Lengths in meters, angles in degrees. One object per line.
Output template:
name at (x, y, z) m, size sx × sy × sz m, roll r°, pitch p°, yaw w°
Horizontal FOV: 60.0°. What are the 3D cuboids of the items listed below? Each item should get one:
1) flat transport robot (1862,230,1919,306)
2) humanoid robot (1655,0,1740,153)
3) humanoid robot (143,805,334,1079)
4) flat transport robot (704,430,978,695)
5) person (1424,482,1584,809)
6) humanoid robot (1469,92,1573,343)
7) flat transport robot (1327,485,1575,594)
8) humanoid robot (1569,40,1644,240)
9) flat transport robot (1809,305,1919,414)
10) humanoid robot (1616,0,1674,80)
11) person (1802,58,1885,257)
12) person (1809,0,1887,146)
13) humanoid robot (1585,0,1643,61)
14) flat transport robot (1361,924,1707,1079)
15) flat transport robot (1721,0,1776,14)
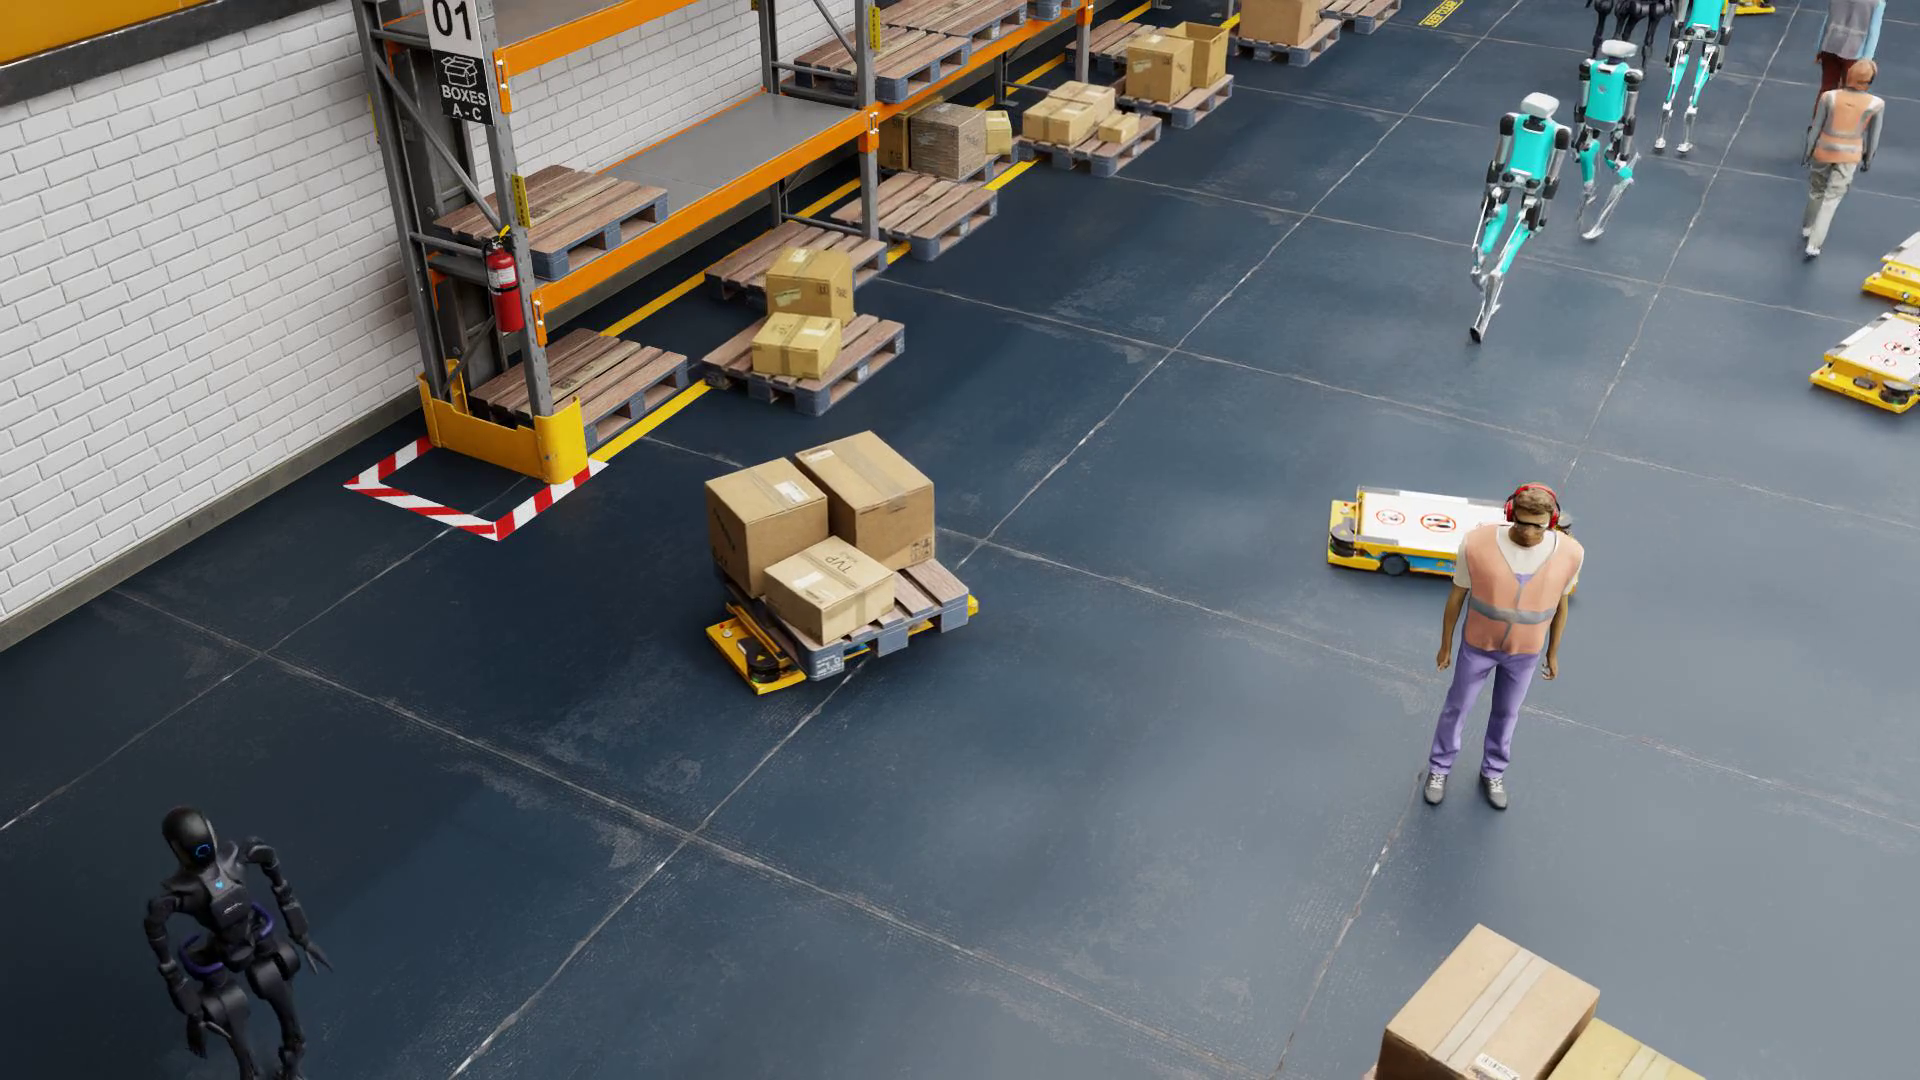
flat transport robot at (7.964, -2.225, 13.514) m, size 1.431 × 0.231 × 0.659 m, roll -28°, pitch 43°, yaw -36°
humanoid robot at (6.807, -4.456, 15.470) m, size 0.531 × 1.690 × 0.739 m, roll 17°, pitch 37°, yaw 24°
humanoid robot at (-2.692, 1.670, 6.355) m, size 0.486 × 1.654 × 0.583 m, roll 23°, pitch 40°, yaw 30°
flat transport robot at (-0.668, 0.421, 9.511) m, size 1.431 × 0.231 × 0.659 m, roll -20°, pitch 38°, yaw -27°
person at (2.586, 0.495, 7.972) m, size 0.568 × 1.840 × 0.373 m, roll 4°, pitch 34°, yaw 6°
humanoid robot at (4.041, -2.347, 12.407) m, size 0.557 × 1.818 × 0.898 m, roll 22°, pitch 39°, yaw 30°
flat transport robot at (2.991, -0.007, 10.159) m, size 1.431 × 0.231 × 0.659 m, roll 7°, pitch 34°, yaw 11°
humanoid robot at (5.406, -3.247, 13.827) m, size 0.733 × 1.895 × 0.543 m, roll -26°, pitch 41°, yaw -33°
flat transport robot at (6.871, -1.332, 12.163) m, size 1.431 × 0.231 × 0.659 m, roll -26°, pitch 42°, yaw -34°
humanoid robot at (7.242, -5.707, 17.501) m, size 0.614 × 1.649 × 0.380 m, roll -4°, pitch 34°, yaw -6°
person at (7.233, -3.157, 13.711) m, size 0.525 × 1.602 × 0.766 m, roll 20°, pitch 39°, yaw 28°
person at (8.306, -4.588, 15.639) m, size 0.544 × 1.862 × 0.554 m, roll -21°, pitch 39°, yaw -29°
humanoid robot at (6.980, -5.776, 17.631) m, size 0.616 × 1.632 × 0.618 m, roll 20°, pitch 38°, yaw 27°
flat transport robot at (2.028, 2.551, 6.289) m, size 0.659 × 0.231 × 1.431 m, roll 27°, pitch 42°, yaw 34°
flat transport robot at (9.254, -6.690, 20.270) m, size 0.659 × 0.231 × 1.431 m, roll -5°, pitch 34°, yaw -7°
